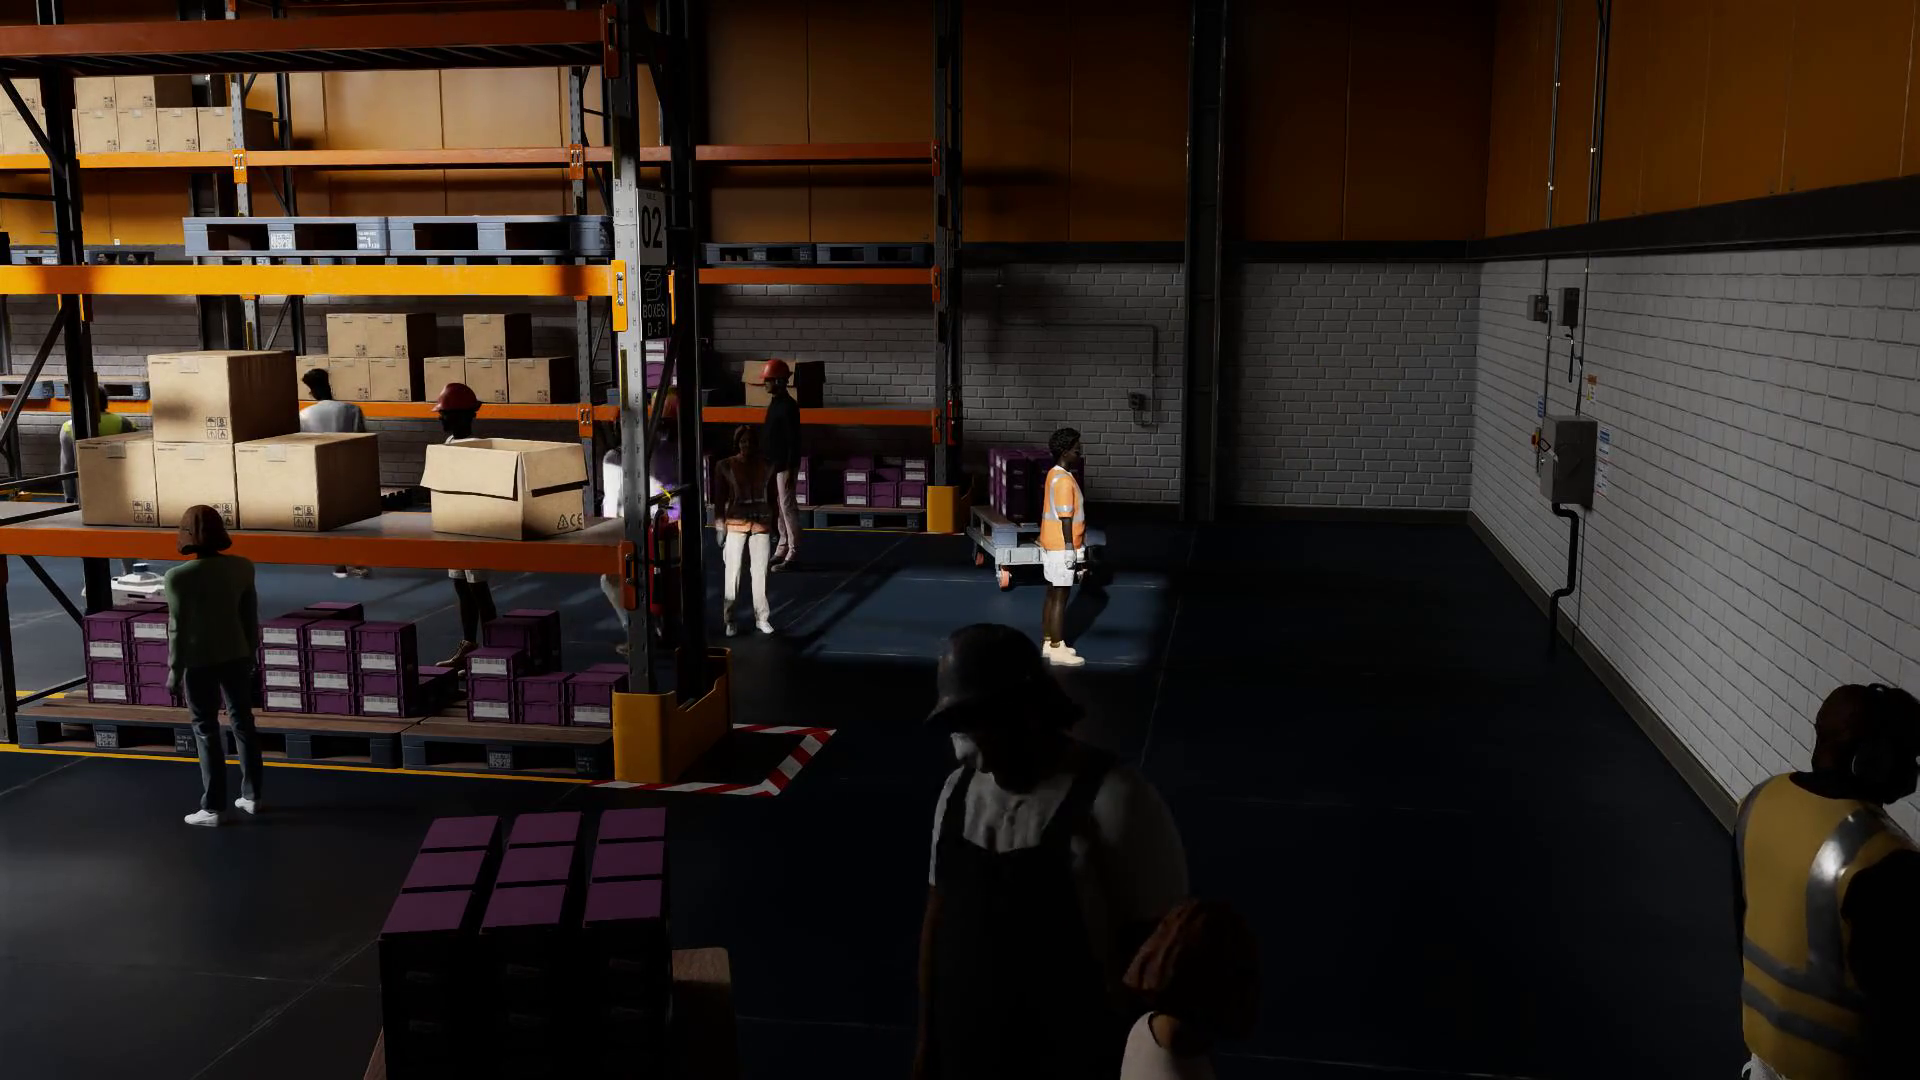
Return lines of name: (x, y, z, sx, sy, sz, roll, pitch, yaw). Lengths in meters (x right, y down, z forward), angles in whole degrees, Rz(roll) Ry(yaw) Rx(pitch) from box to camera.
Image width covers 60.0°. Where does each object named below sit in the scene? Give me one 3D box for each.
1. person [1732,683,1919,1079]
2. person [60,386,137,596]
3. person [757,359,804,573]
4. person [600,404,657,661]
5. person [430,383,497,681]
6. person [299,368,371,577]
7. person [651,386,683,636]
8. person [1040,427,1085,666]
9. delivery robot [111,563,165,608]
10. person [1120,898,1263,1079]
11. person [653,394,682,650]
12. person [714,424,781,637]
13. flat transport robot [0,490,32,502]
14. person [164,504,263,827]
person: (2.111, 1.244, 4.005, 0.429, 1.837, 0.621, -1, 9, -4)
person: (-7.399, -0.421, 14.349, 0.629, 1.836, 0.429, -8, 12, -40)
person: (-1.679, -0.694, 15.528, 0.396, 1.993, 0.618, -4, 10, -22)
person: (-2.354, -0.053, 11.941, 0.459, 1.874, 0.614, 7, 11, 35)
person: (-3.411, -0.058, 11.441, 0.374, 2.044, 0.606, -8, 12, -42)
person: (-5.718, -0.603, 15.196, 0.672, 1.922, 0.664, -3, 10, -16)
person: (-2.247, -0.221, 12.801, 0.375, 1.929, 0.585, 6, 11, 31)
person: (0.738, 0.043, 11.879, 0.316, 1.695, 0.542, -1, 9, -6)
delivery robot: (-6.274, 0.423, 12.769, 0.707, 0.478, 0.477, 4, 10, 22)
person: (0.475, 1.483, 3.200, 0.560, 1.607, 0.545, 0, 9, 0)
person: (-2.095, -0.109, 12.146, 0.466, 1.915, 0.581, 0, 9, 2)
person: (-1.635, -0.077, 12.806, 0.524, 1.639, 0.306, -4, 10, -24)
flat transport robot: (-11.597, -0.482, 19.551, 0.652, 0.197, 1.431, -1, 9, -3)
person: (-3.781, 0.631, 8.428, 0.270, 1.632, 0.509, 5, 11, 30)
